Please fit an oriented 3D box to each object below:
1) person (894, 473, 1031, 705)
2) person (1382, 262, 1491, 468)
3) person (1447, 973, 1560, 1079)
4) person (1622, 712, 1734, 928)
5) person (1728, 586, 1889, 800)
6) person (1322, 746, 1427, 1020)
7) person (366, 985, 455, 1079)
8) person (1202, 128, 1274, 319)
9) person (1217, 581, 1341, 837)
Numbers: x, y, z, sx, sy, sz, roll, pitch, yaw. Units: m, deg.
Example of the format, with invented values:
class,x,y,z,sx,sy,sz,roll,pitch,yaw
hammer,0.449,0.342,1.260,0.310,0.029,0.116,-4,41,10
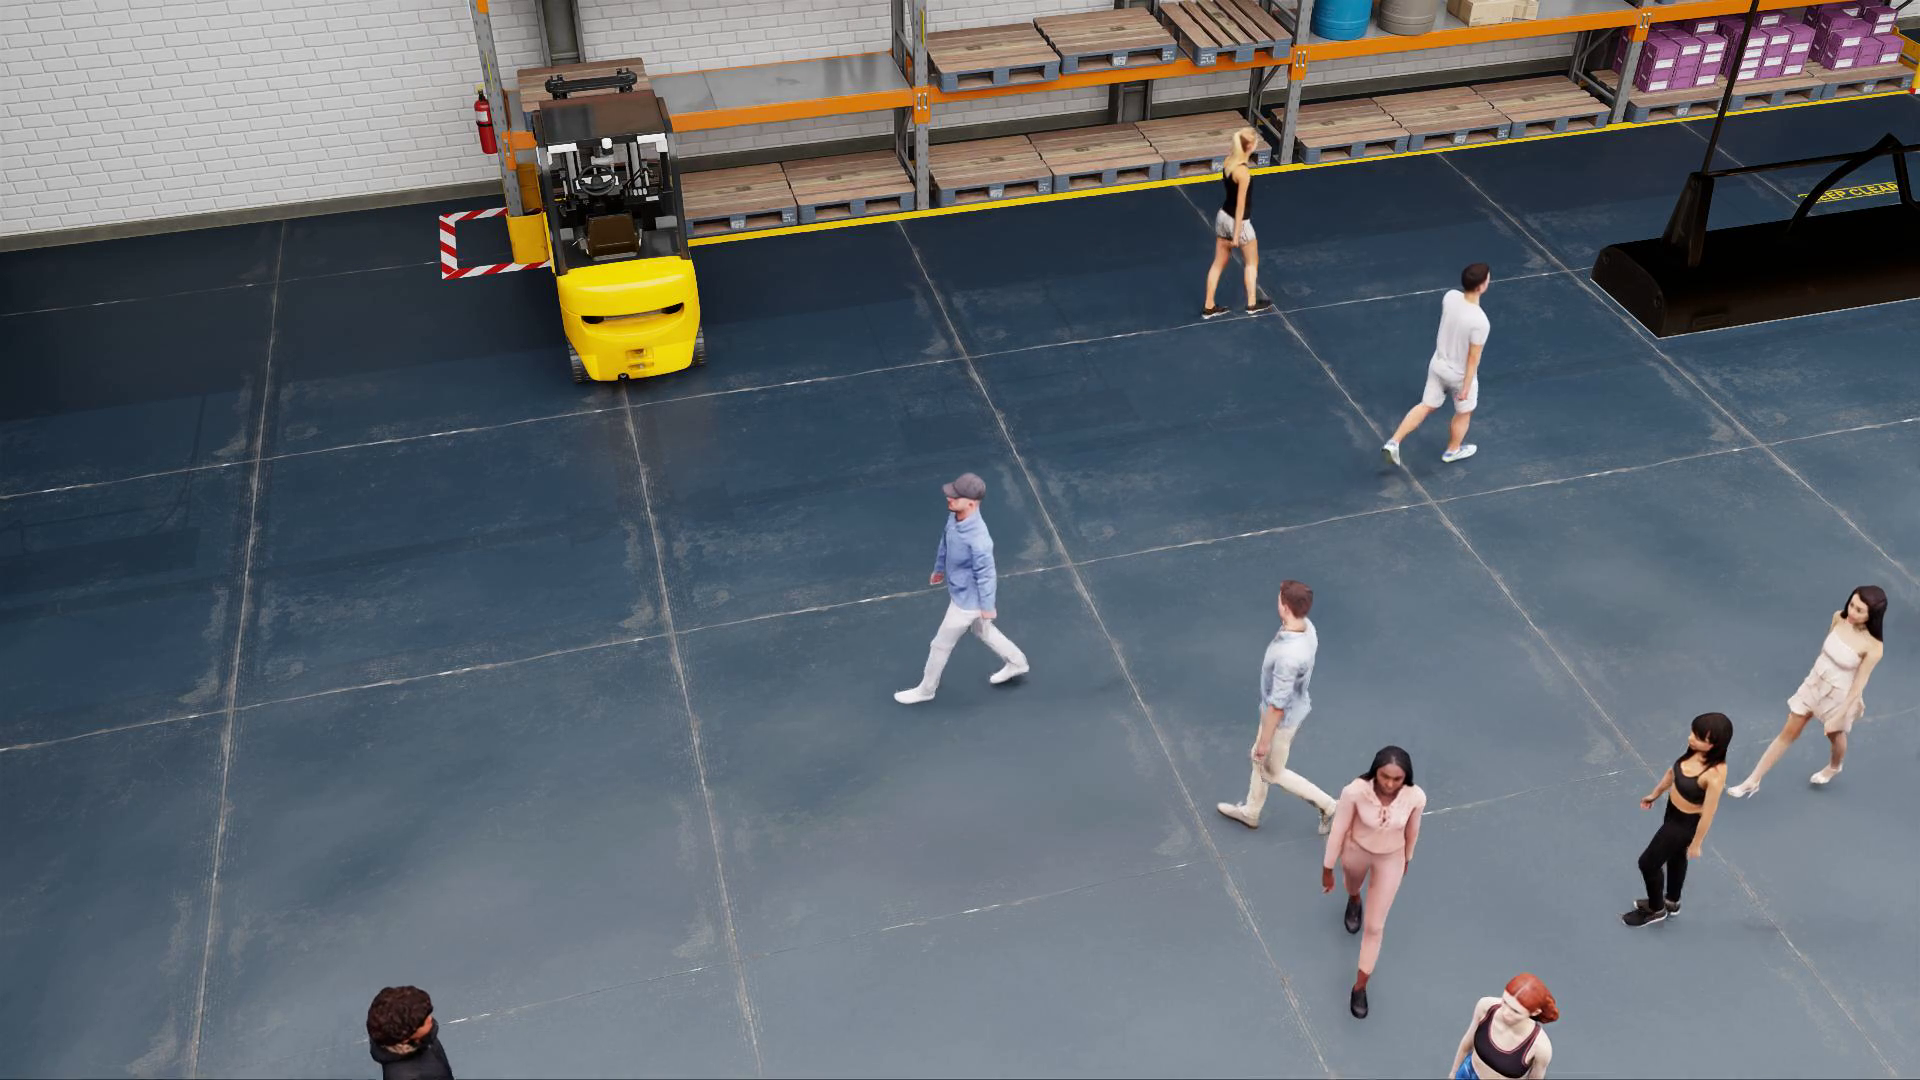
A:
class,x,y,z,sx,sy,sz,roll,pitch,yaw
person,0.128,0.310,10.888,1.197,1.851,0.712,-6,39,-8
person,3.764,-1.320,12.945,1.194,1.831,0.841,-17,42,-20
person,2.539,2.674,7.989,0.711,1.785,0.672,-29,47,-32
person,4.204,1.591,9.463,0.703,1.628,0.655,4,39,5
person,5.416,0.969,10.199,1.045,1.682,0.587,-10,40,-13
person,2.277,1.722,9.266,1.189,1.668,1.039,7,39,8
person,-2.632,2.755,7.915,1.004,1.741,0.661,-11,40,-14
person,2.370,-2.813,14.819,0.928,1.824,0.686,-15,41,-18
person,2.001,1.067,9.974,1.156,1.809,1.033,8,39,10
